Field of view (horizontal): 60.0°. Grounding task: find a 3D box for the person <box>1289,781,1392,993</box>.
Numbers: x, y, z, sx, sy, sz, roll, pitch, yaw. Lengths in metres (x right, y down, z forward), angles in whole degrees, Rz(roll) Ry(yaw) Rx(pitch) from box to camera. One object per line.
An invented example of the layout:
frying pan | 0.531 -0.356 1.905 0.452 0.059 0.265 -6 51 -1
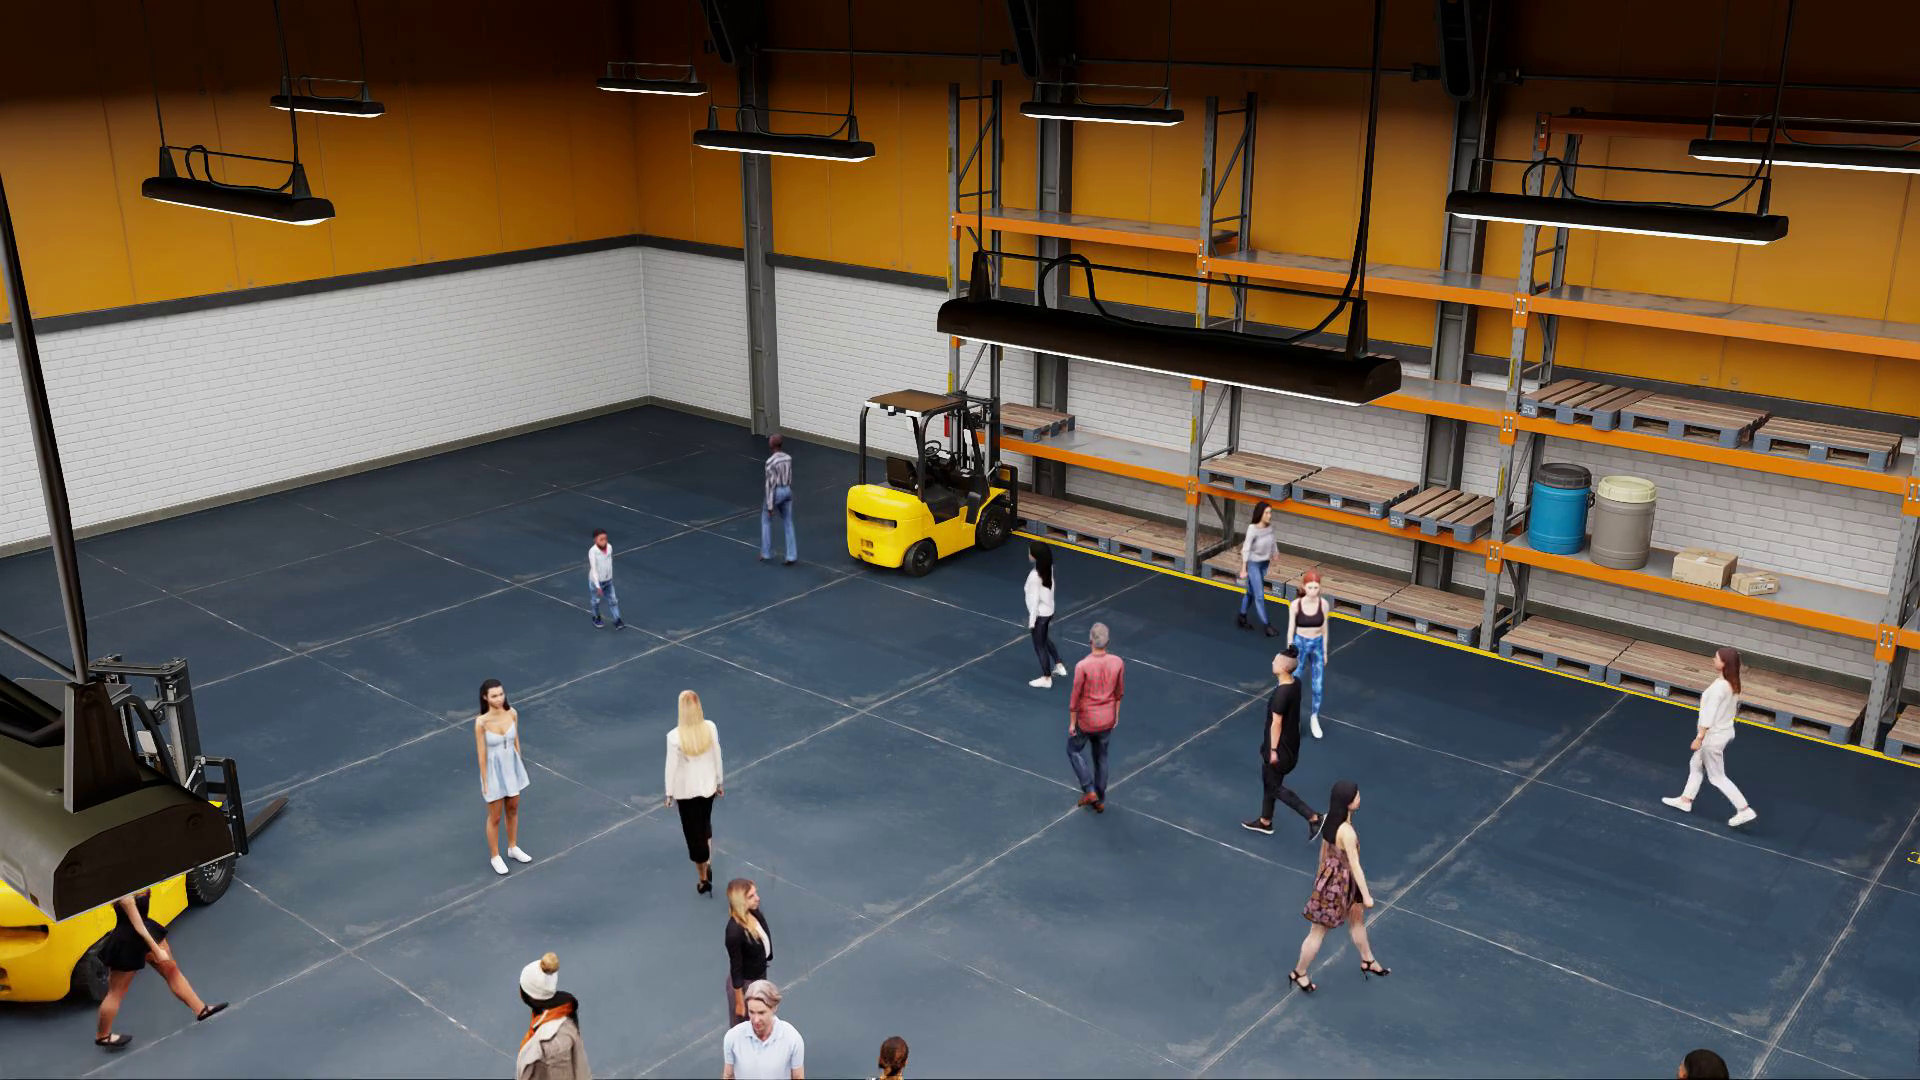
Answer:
person | 2.710 2.622 12.347 1.110 1.738 1.046 -1 19 -3

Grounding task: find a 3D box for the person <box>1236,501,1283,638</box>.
person | 3.405 0.310 19.426 0.726 1.602 0.986 -15 24 -37

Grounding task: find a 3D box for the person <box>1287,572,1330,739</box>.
person | 3.478 1.145 16.678 0.693 1.774 0.756 -1 19 -2

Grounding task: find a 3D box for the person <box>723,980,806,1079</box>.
person | -1.140 3.411 9.858 0.706 1.832 0.799 1 19 3

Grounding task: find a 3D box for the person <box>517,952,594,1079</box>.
person | -2.313 3.334 10.037 1.156 1.862 1.124 -4 19 -11

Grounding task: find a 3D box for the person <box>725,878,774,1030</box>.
person | -1.452 3.030 11.241 0.684 1.671 0.677 4 19 11

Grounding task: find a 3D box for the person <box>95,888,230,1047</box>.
person | -5.931 2.878 11.760 1.037 1.627 1.117 -6 19 -16

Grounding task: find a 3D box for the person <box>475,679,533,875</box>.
person | -3.934 1.990 14.234 0.518 1.730 0.579 14 23 37

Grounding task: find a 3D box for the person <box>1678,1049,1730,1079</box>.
person | 4.044 3.624 9.250 0.609 1.816 0.664 17 25 40

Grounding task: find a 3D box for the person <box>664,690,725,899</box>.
person | -2.123 2.126 13.645 0.707 1.850 0.701 -13 23 -34

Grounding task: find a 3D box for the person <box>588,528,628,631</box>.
person | -4.252 0.458 19.574 0.576 1.226 0.889 -15 24 -38

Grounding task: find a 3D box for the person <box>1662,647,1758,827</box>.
person | 6.867 1.787 14.942 1.043 1.664 0.625 13 23 34

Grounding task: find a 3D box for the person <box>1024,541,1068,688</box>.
person | 0.908 0.797 17.843 0.764 1.688 0.769 11 21 29

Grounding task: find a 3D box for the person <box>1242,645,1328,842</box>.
person | 2.897 1.801 14.617 1.091 1.844 0.836 9 21 25

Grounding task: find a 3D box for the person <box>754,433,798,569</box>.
person | -2.267 -0.477 21.499 0.876 1.770 0.680 14 23 36

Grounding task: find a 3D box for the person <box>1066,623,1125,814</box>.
person | 1.256 1.661 15.084 0.850 1.812 0.881 -7 20 -20
